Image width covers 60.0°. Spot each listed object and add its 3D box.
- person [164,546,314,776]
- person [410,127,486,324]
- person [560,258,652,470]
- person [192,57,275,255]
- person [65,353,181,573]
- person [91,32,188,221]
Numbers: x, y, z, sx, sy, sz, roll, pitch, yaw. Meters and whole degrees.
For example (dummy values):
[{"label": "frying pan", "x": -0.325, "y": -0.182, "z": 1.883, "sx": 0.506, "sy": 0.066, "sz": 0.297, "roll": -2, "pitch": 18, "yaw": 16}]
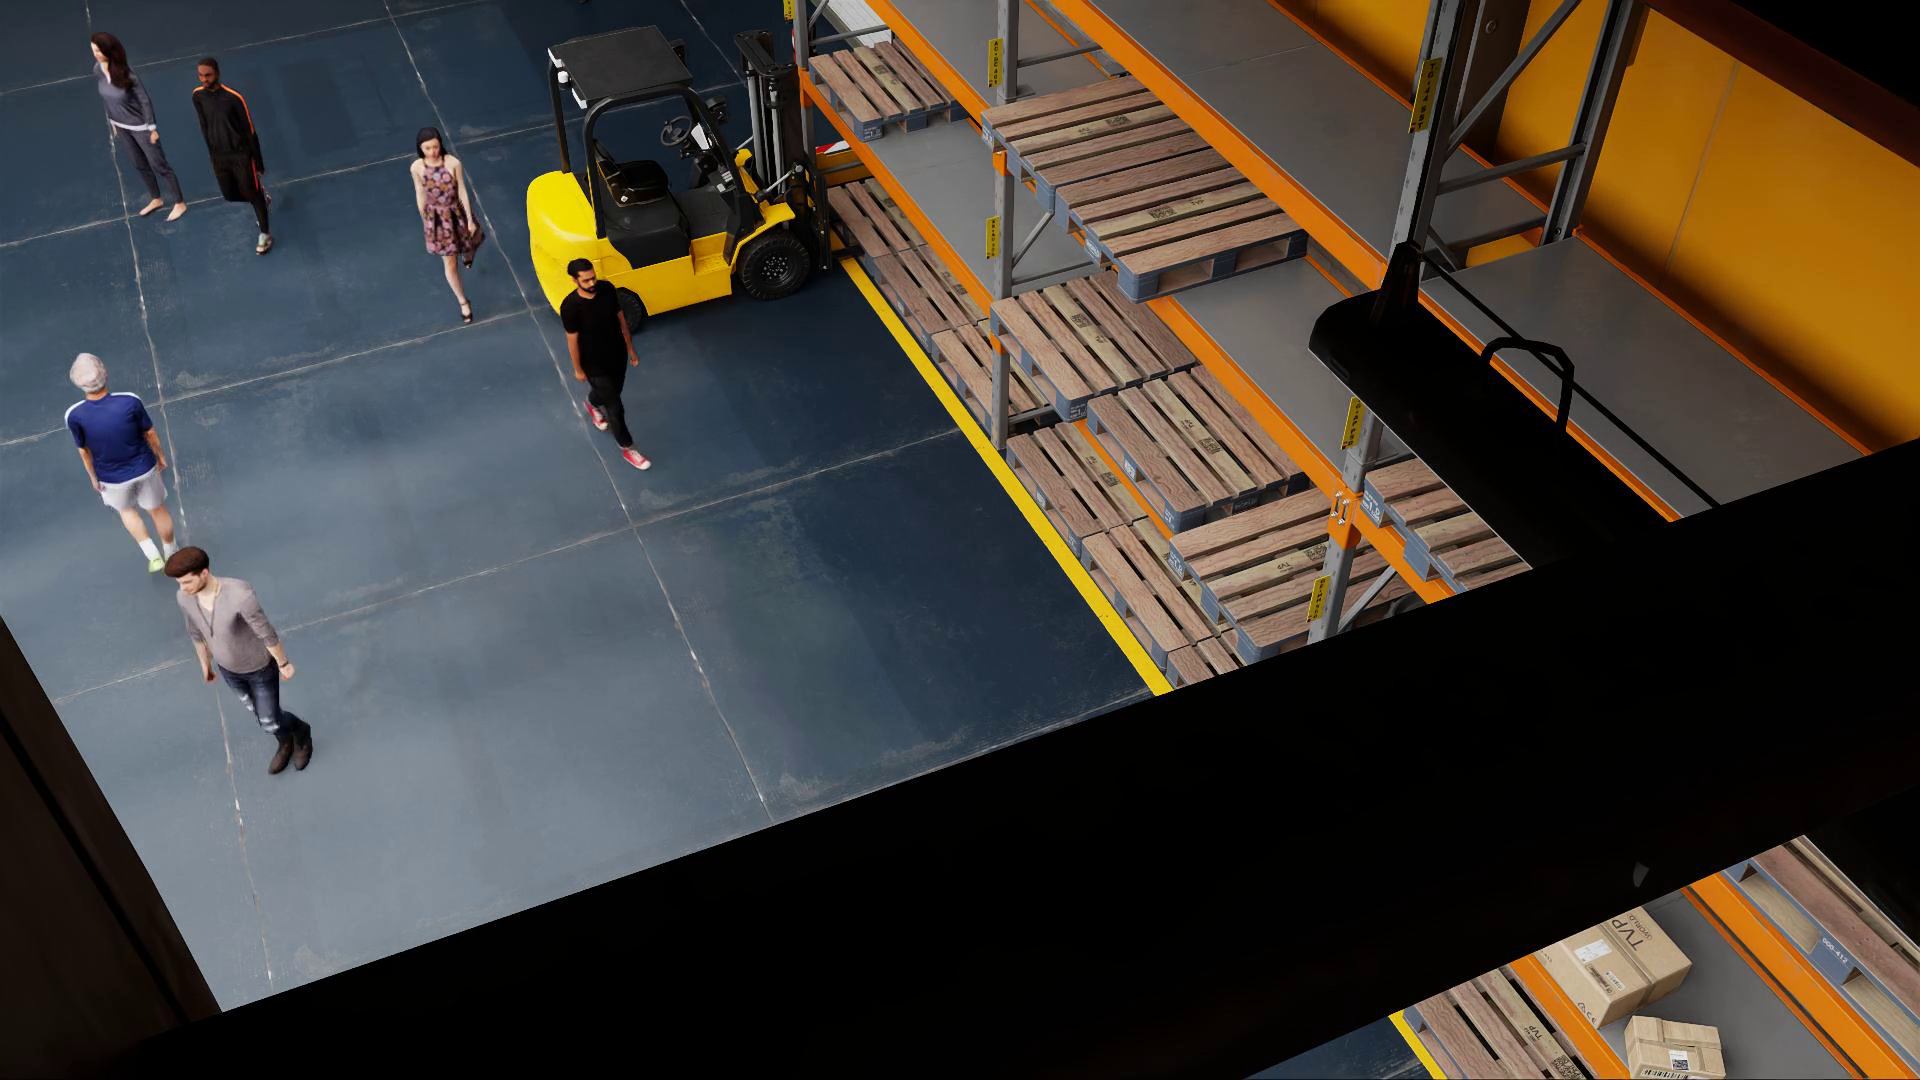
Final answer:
[{"label": "person", "x": -4.290, "y": 0.671, "z": 10.115, "sx": 0.825, "sy": 1.886, "sz": 0.864, "roll": 9, "pitch": 44, "yaw": 9}, {"label": "person", "x": -4.190, "y": -2.645, "z": 13.692, "sx": 0.733, "sy": 1.753, "sz": 0.968, "roll": -8, "pitch": 44, "yaw": -9}, {"label": "person", "x": -2.698, "y": -1.392, "z": 12.384, "sx": 1.195, "sy": 1.743, "sz": 0.953, "roll": 28, "pitch": 50, "yaw": 27}, {"label": "person", "x": -6.262, "y": -3.391, "z": 14.440, "sx": 0.857, "sy": 1.802, "sz": 0.948, "roll": 4, "pitch": 44, "yaw": 5}, {"label": "person", "x": -5.653, "y": -0.442, "z": 11.323, "sx": 0.689, "sy": 1.831, "sz": 0.726, "roll": -23, "pitch": 48, "yaw": -22}, {"label": "person", "x": -7.325, "y": -3.682, "z": 14.770, "sx": 0.682, "sy": 1.768, "sz": 0.727, "roll": 12, "pitch": 45, "yaw": 12}]
